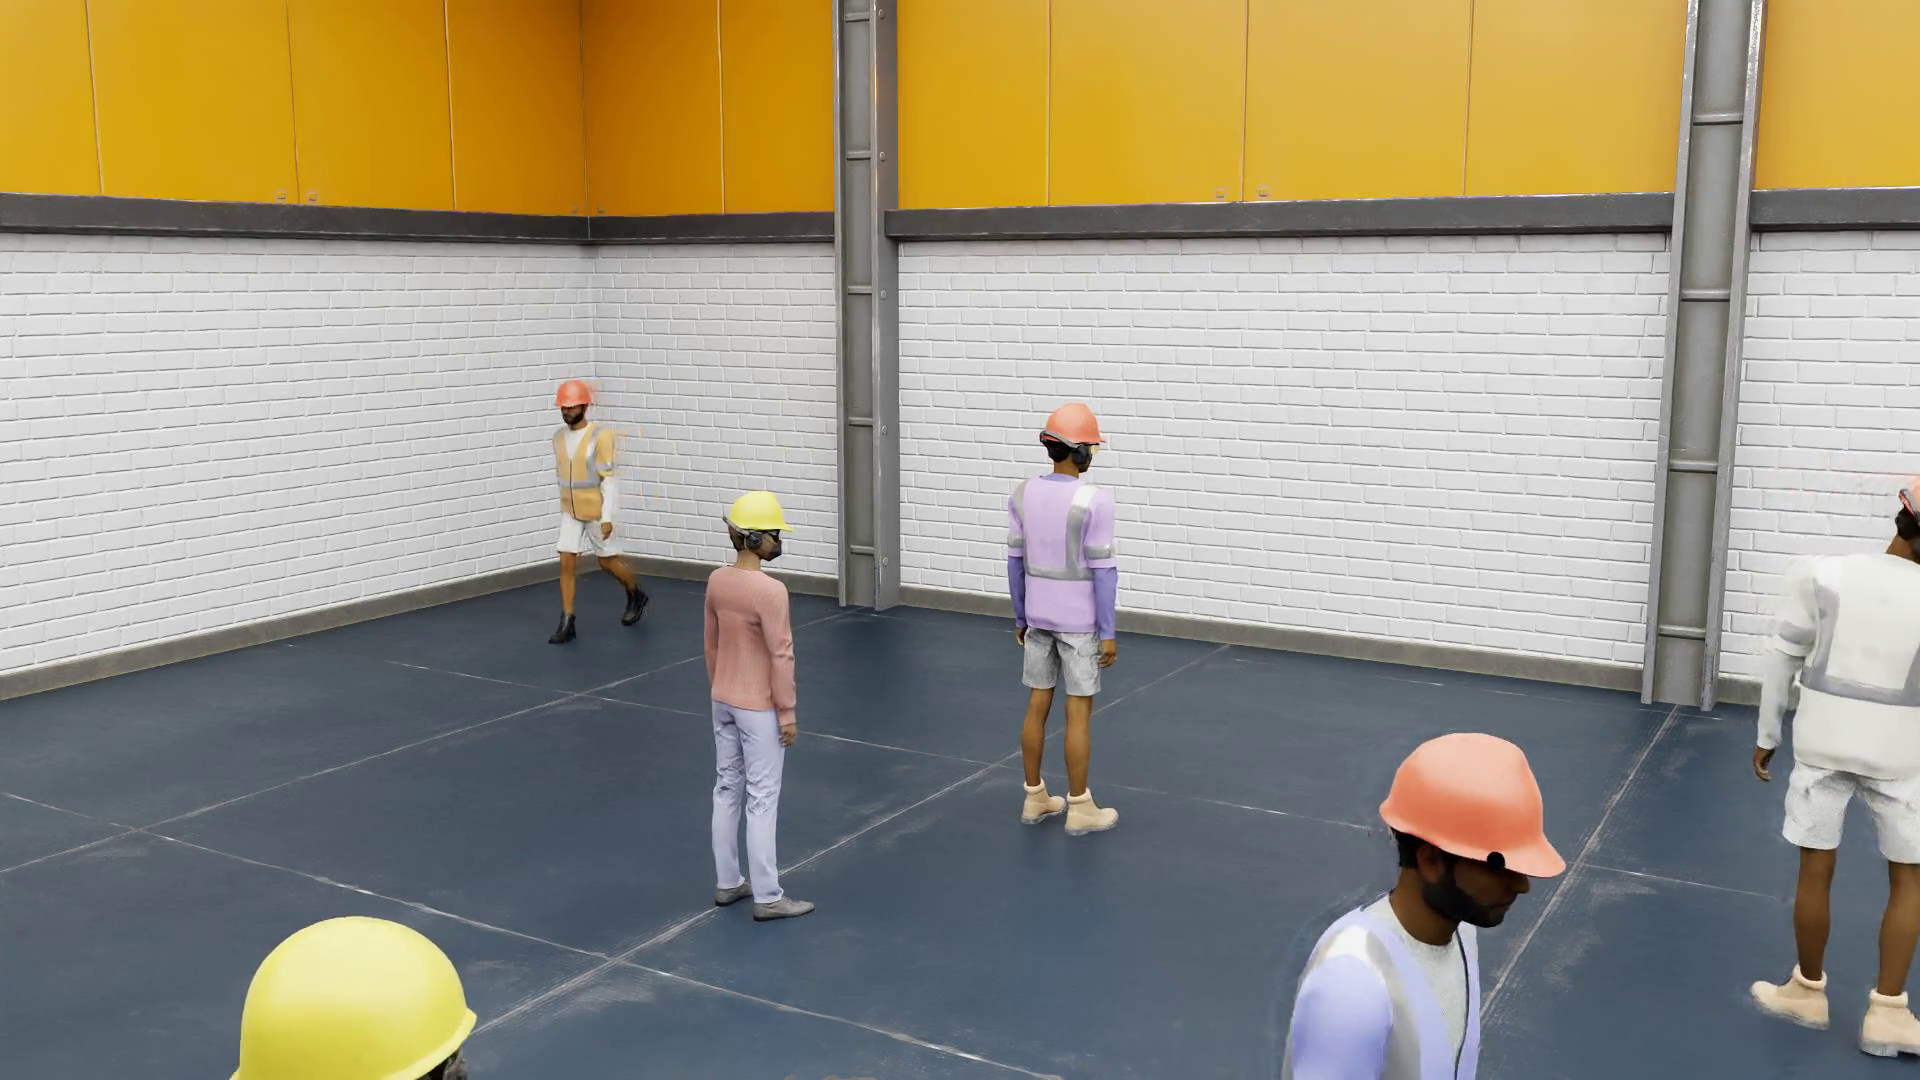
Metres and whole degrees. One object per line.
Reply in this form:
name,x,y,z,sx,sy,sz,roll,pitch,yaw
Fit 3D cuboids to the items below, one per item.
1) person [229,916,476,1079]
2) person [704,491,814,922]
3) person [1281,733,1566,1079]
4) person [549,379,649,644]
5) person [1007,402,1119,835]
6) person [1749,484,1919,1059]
person,-0.655,1.374,2.010,0.379,1.923,0.591,-1,9,-3
person,-0.847,0.677,6.862,0.329,1.765,0.526,-8,12,-42
person,0.642,1.227,3.047,0.836,1.895,0.563,8,12,40
person,-2.678,-0.240,12.150,0.539,1.907,0.917,4,10,24
person,0.509,0.369,7.913,0.610,2.042,0.396,8,12,43
person,3.101,0.758,5.699,0.707,1.986,0.397,6,11,33
